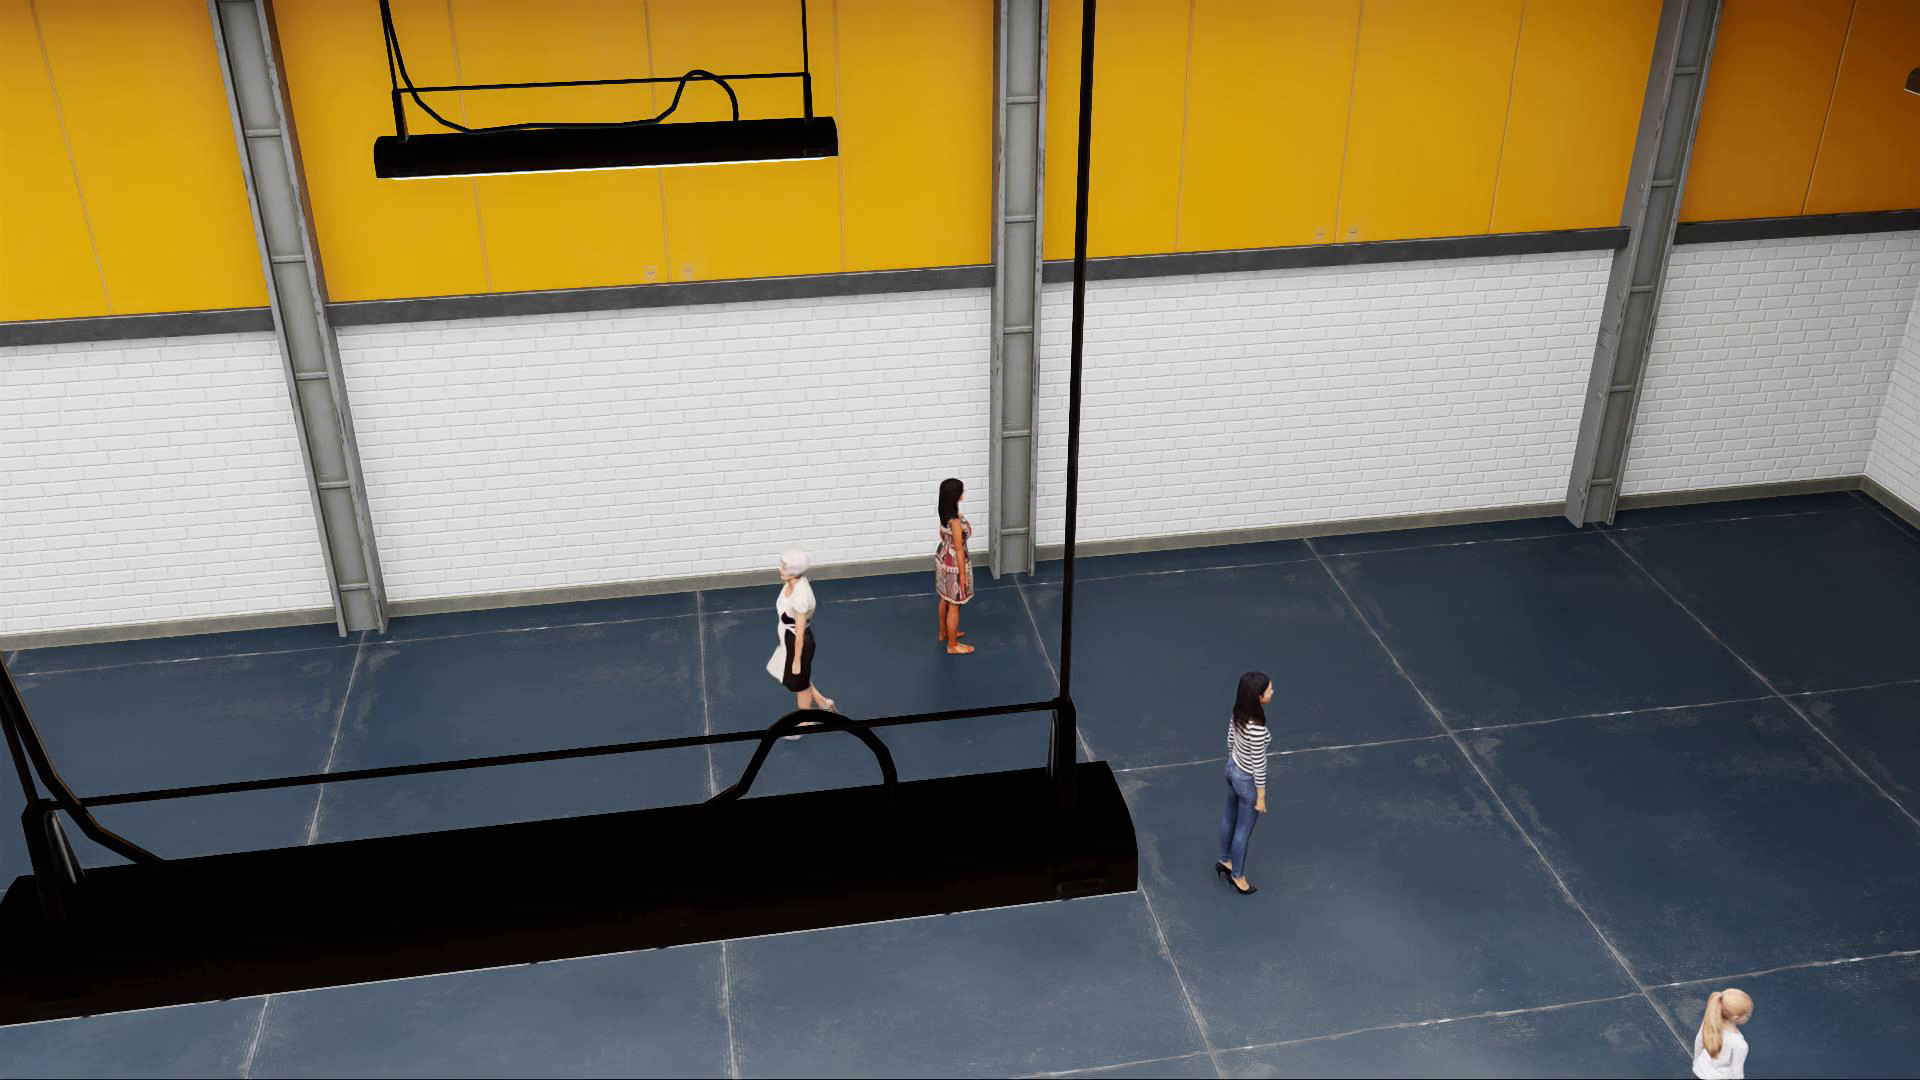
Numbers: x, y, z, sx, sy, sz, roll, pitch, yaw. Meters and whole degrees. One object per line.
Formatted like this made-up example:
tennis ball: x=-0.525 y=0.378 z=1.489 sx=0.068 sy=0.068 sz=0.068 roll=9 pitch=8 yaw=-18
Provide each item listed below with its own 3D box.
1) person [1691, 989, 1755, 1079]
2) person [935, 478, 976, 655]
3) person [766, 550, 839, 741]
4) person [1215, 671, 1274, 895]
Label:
person: x=4.324 y=3.092 z=9.555 sx=0.511 sy=1.278 sz=0.505 roll=-8 pitch=30 yaw=-15
person: x=-0.066 y=0.207 z=14.460 sx=0.572 sy=1.645 sz=0.680 roll=-9 pitch=30 yaw=-16
person: x=-1.196 y=0.844 z=13.188 sx=0.778 sy=1.745 sz=0.661 roll=-6 pitch=29 yaw=-11
person: x=1.983 y=1.686 z=11.591 sx=0.503 sy=1.797 sz=0.597 roll=-8 pitch=30 yaw=-14
